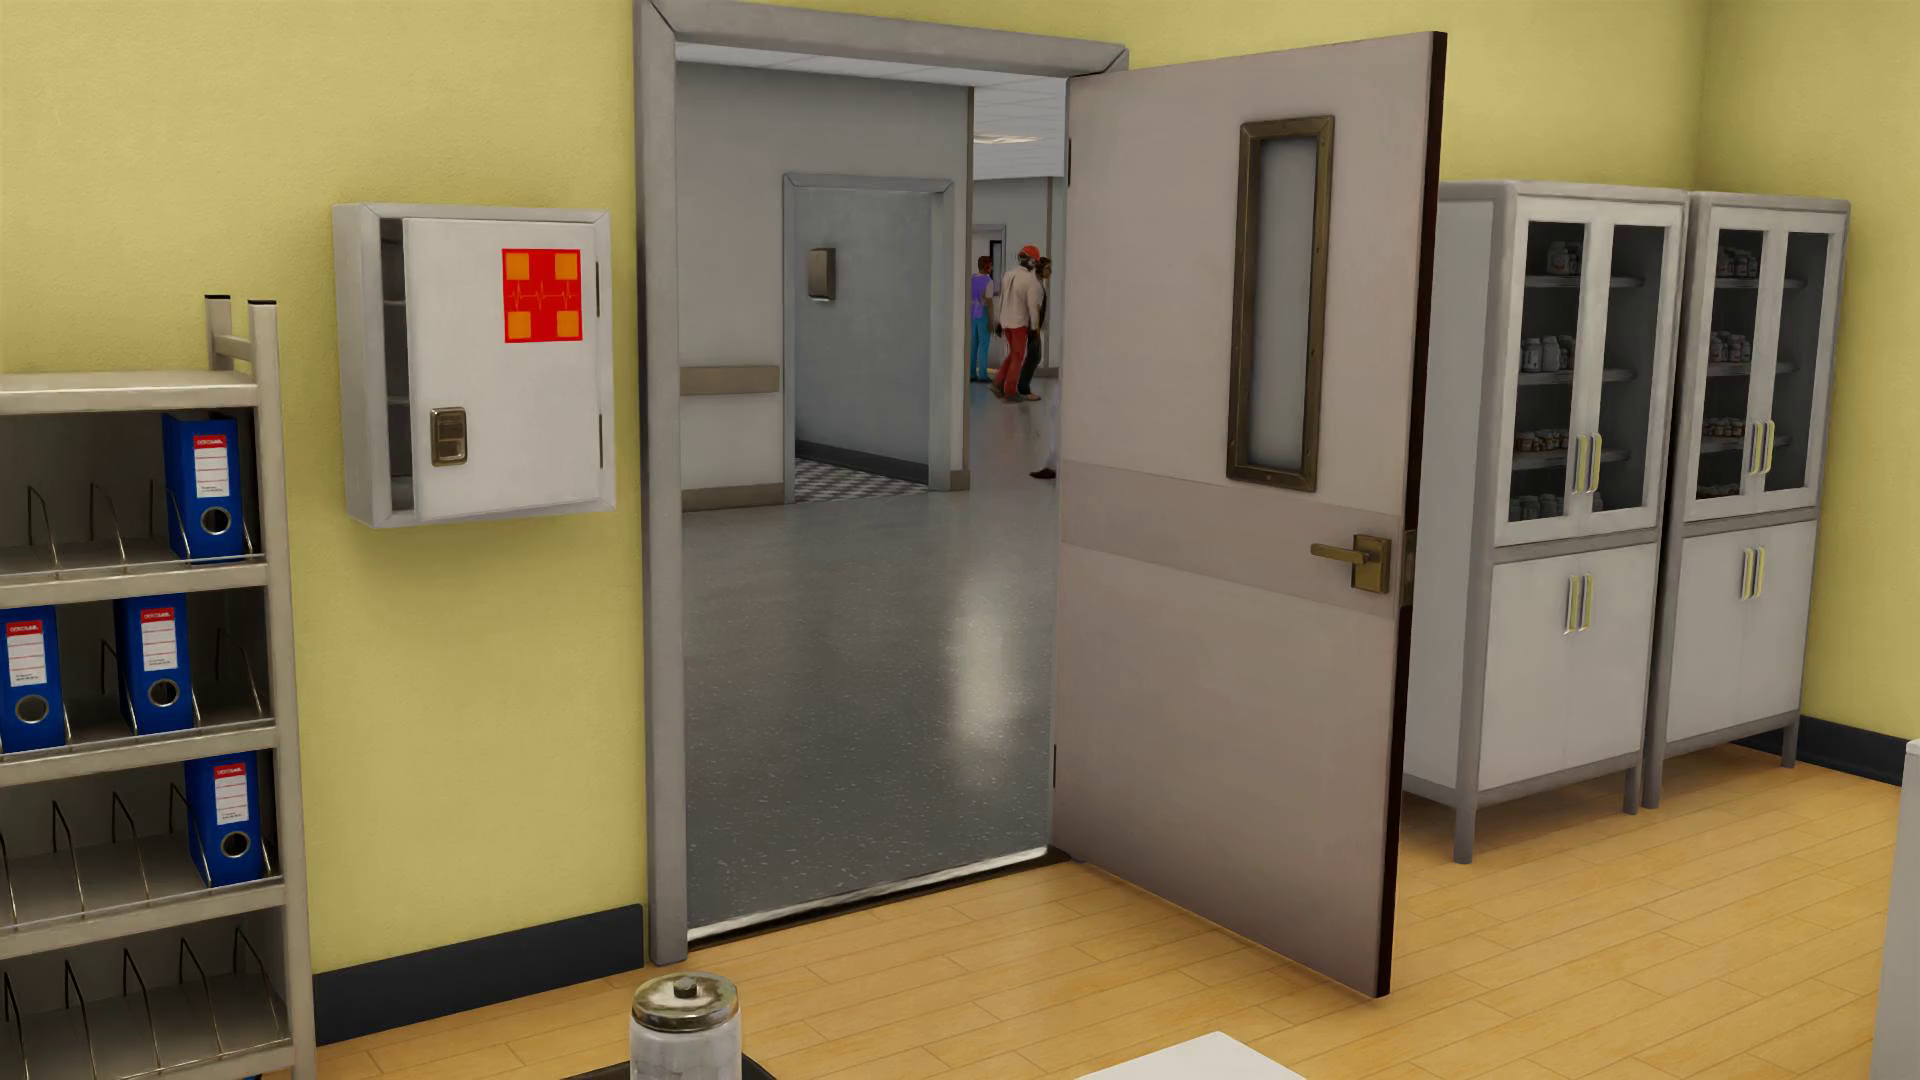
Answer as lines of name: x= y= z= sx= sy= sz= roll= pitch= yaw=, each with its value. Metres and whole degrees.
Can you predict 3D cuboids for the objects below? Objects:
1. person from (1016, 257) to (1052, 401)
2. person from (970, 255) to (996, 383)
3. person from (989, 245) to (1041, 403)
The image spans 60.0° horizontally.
person: x=0.926 y=-2.660 z=21.021 sx=0.461 sy=1.822 sz=0.542 roll=1 pitch=10 yaw=0
person: x=0.300 y=-3.177 z=23.995 sx=0.392 sy=1.837 sz=0.560 roll=-6 pitch=12 yaw=-34
person: x=0.746 y=-2.649 z=20.510 sx=0.487 sy=1.952 sz=0.650 roll=-6 pitch=12 yaw=-35
